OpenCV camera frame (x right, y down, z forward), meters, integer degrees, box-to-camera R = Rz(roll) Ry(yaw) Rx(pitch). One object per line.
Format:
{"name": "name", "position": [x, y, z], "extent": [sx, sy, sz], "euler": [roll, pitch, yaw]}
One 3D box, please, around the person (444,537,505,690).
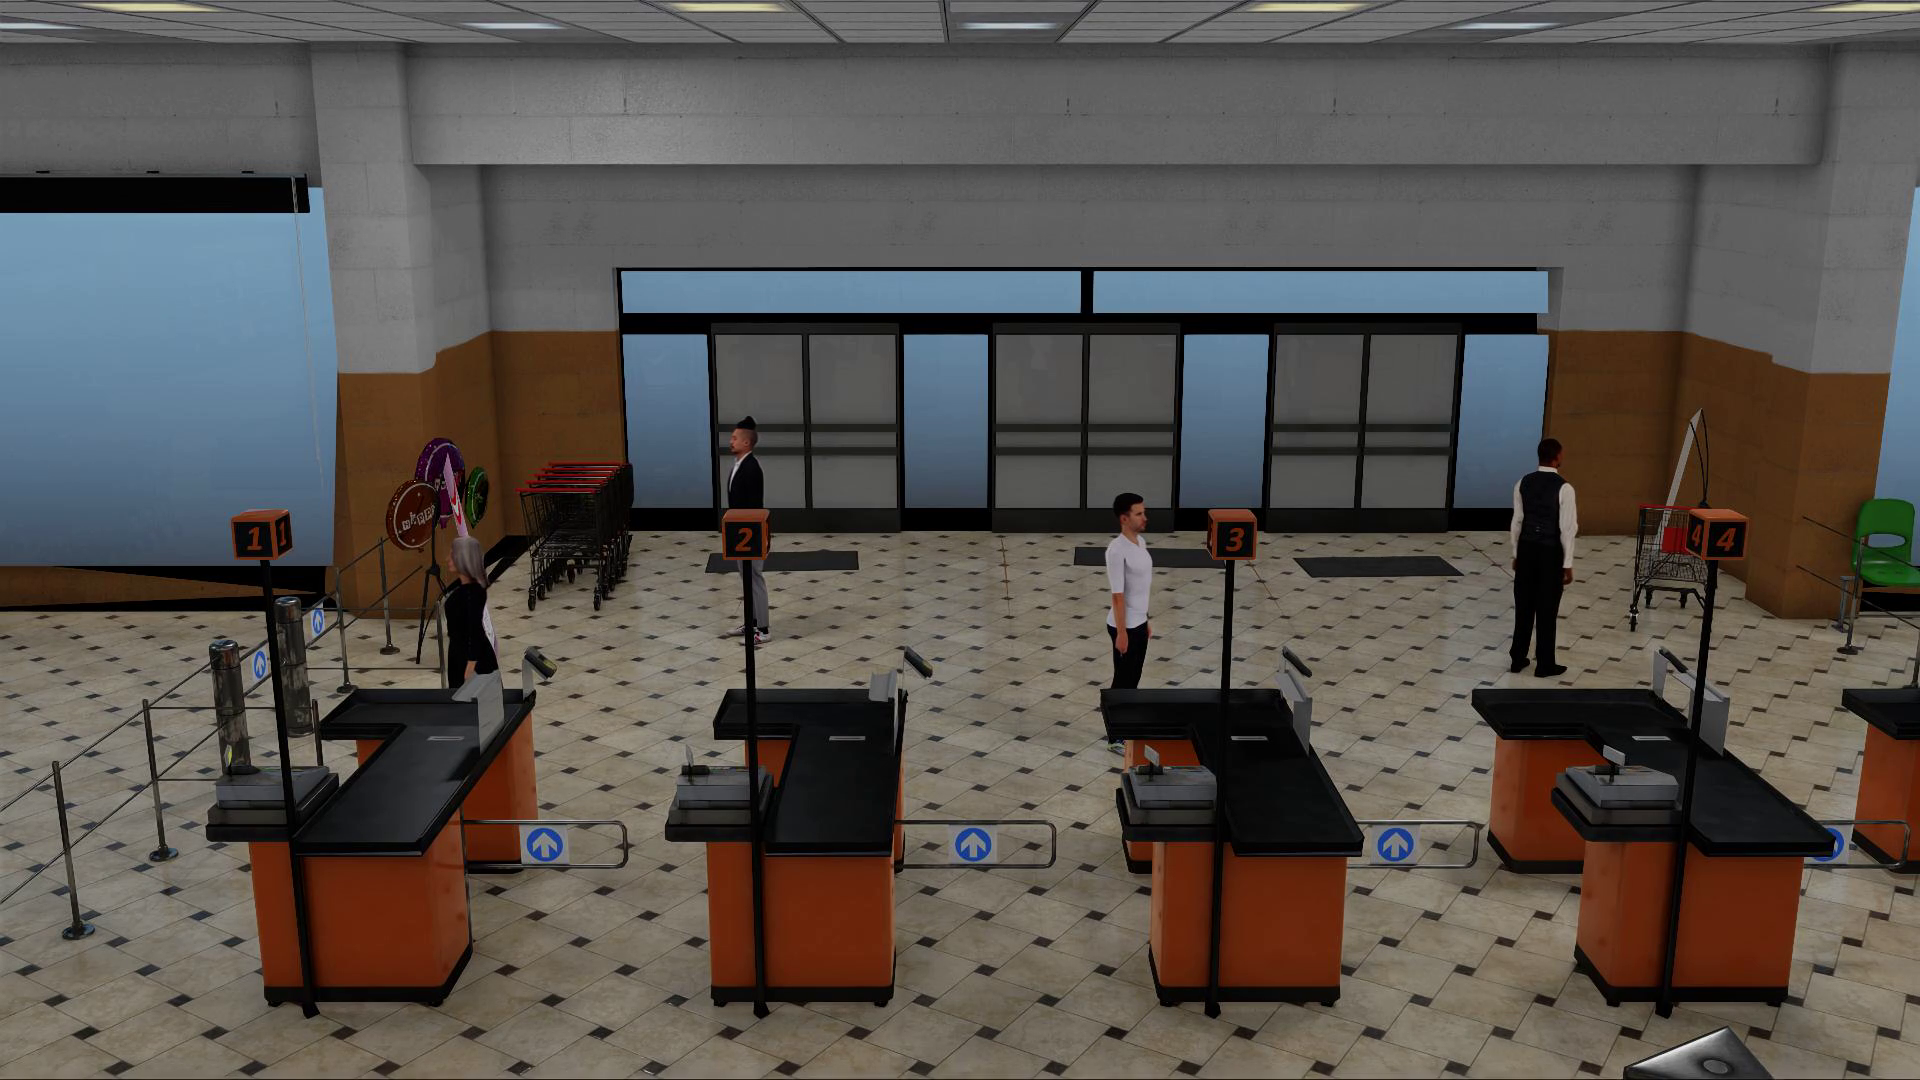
{"name": "person", "position": [-3.183, 0.821, 10.850], "extent": [0.738, 1.747, 0.624], "euler": [-5, 15, -21]}

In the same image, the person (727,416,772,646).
{"name": "person", "position": [-1.796, -0.088, 14.169], "extent": [0.851, 1.949, 0.683], "euler": [-6, 15, -23]}

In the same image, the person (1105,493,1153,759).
{"name": "person", "position": [1.177, 0.575, 11.644], "extent": [0.809, 1.852, 0.674], "euler": [7, 15, 26]}

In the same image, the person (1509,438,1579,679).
{"name": "person", "position": [4.655, 0.133, 13.325], "extent": [0.833, 1.919, 0.763], "euler": [-12, 18, -41]}
